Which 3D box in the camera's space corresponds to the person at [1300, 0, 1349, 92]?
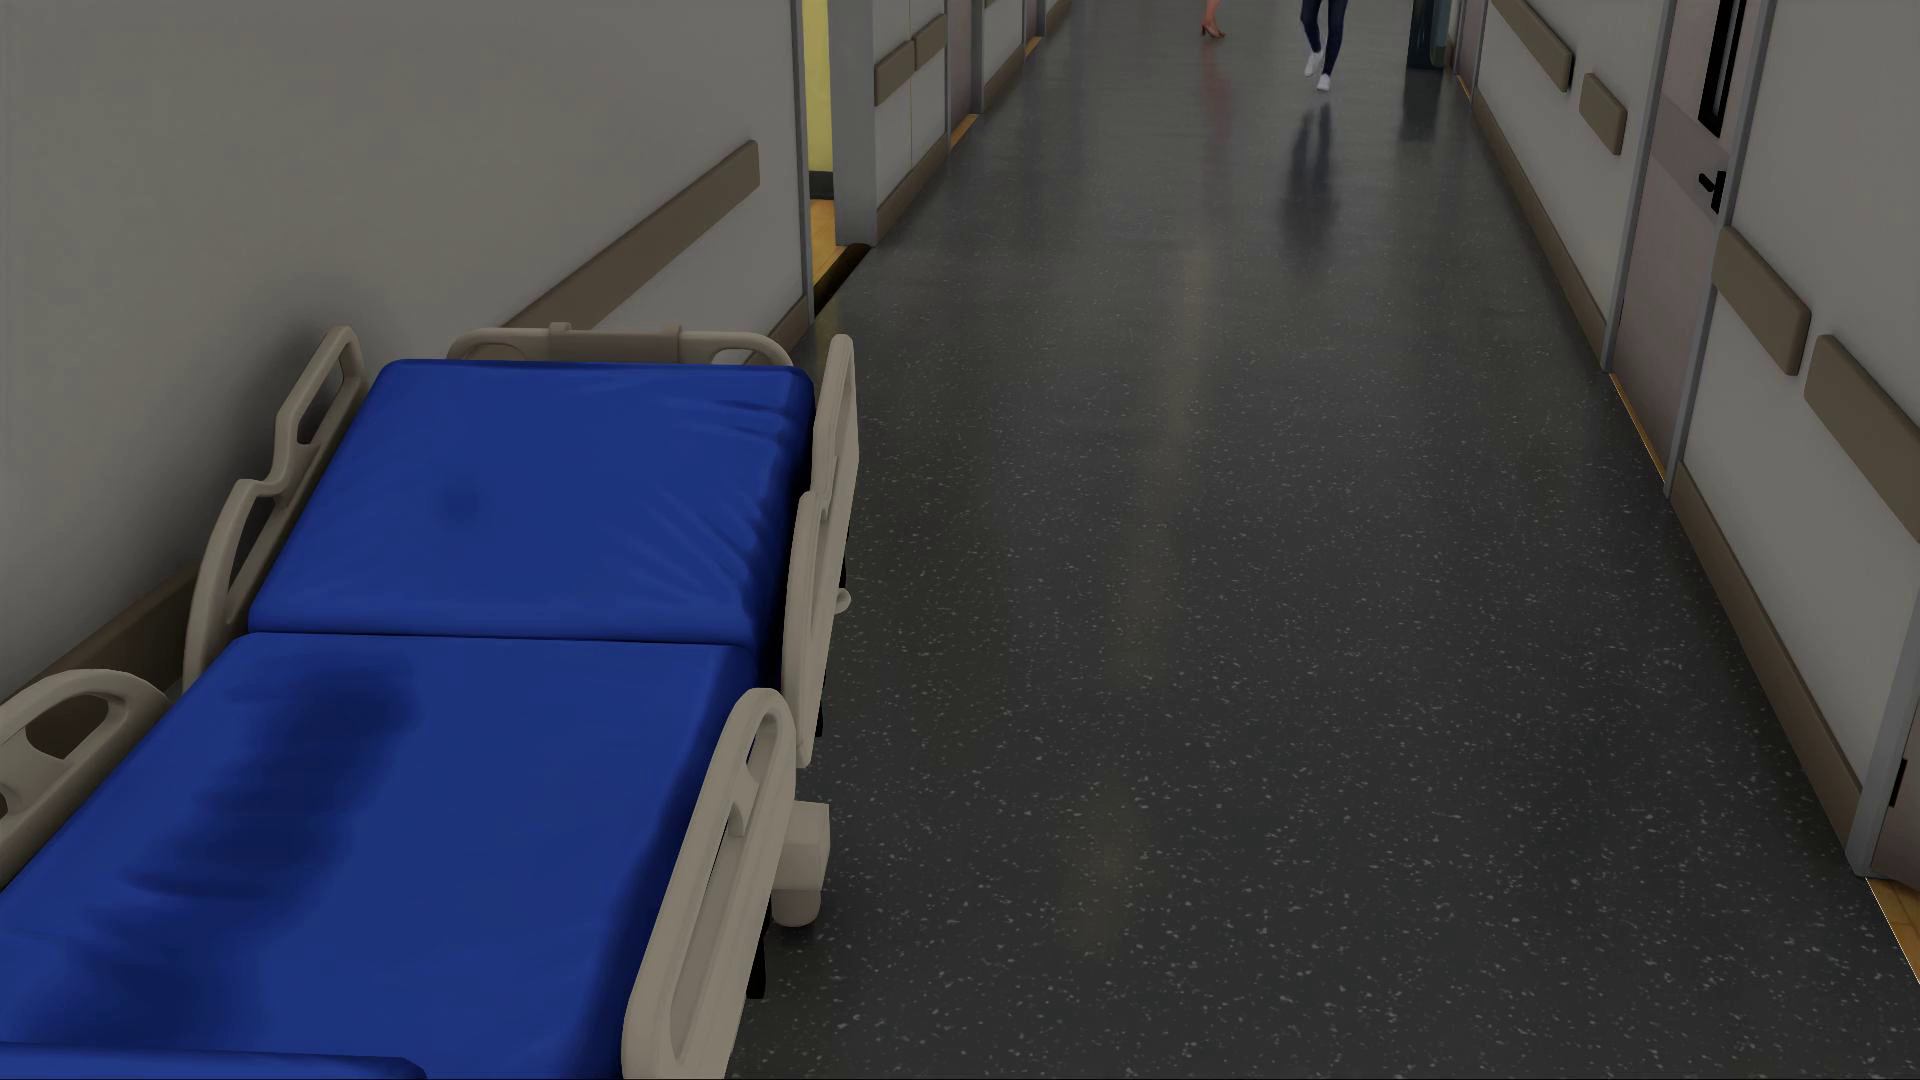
[{"bbox_3d":[2.787,-4.268,12.425,0.688,1.726,0.742,9,27,18],"label":"person"}]
